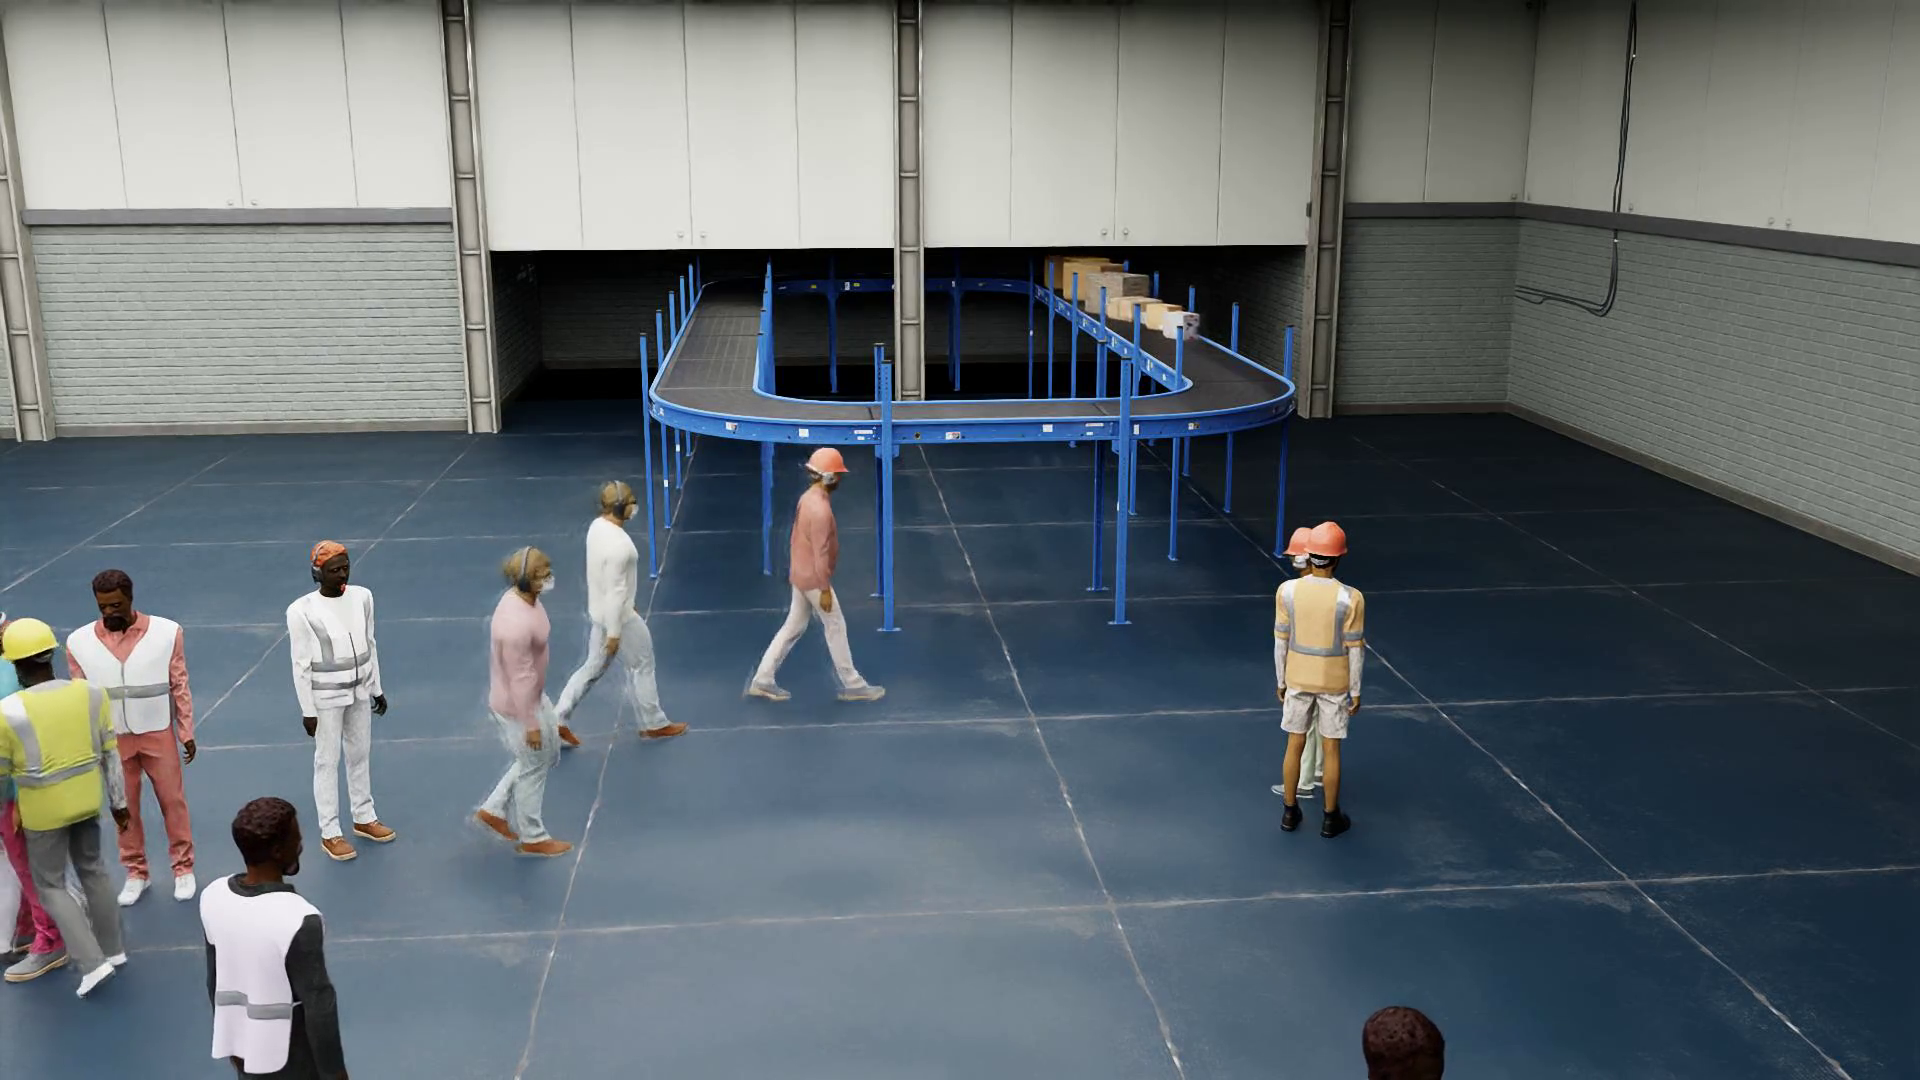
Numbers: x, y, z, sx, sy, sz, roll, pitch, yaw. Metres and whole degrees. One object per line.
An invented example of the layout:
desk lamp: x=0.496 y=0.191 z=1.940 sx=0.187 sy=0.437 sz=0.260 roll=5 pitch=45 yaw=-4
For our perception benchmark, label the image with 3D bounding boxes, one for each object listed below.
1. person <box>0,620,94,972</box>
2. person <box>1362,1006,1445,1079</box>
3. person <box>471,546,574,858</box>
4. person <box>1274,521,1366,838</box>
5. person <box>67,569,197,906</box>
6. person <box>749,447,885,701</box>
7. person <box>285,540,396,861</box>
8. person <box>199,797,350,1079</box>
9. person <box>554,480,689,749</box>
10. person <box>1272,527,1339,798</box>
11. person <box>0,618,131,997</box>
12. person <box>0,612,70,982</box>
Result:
person: x=-4.743 y=1.304 z=8.450 sx=0.779 sy=1.798 sz=0.636 roll=1 pitch=14 yaw=5
person: x=1.141 y=2.176 z=4.725 sx=0.387 sy=1.909 sz=0.588 roll=11 pitch=18 yaw=37
person: x=-2.541 y=0.957 z=9.596 sx=0.484 sy=1.919 sz=0.645 roll=-1 pitch=14 yaw=-5
person: x=2.157 y=0.839 z=10.006 sx=0.545 sy=1.938 sz=0.357 roll=7 pitch=16 yaw=26
person: x=-4.535 y=1.068 z=9.158 sx=0.598 sy=1.909 sz=0.399 roll=-4 pitch=15 yaw=-17
person: x=-1.112 y=0.273 z=12.292 sx=1.006 sy=1.941 sz=0.619 roll=-3 pitch=14 yaw=-14
person: x=-3.630 y=0.926 z=9.773 sx=0.355 sy=1.883 sz=0.575 roll=8 pitch=16 yaw=29
person: x=-2.463 y=1.846 z=6.015 sx=0.589 sy=1.920 sz=0.398 roll=8 pitch=16 yaw=30
person: x=-2.418 y=0.522 z=11.379 sx=0.993 sy=1.902 sz=0.628 roll=-7 pitch=16 yaw=-27
person: x=2.198 y=0.777 z=10.632 sx=0.338 sy=1.748 sz=0.566 roll=10 pitch=17 yaw=34
person: x=-4.388 y=1.330 z=8.176 sx=0.632 sy=1.903 sz=0.602 roll=9 pitch=16 yaw=31
person: x=-4.817 y=1.229 z=8.329 sx=0.622 sy=1.992 sz=0.397 roll=12 pitch=18 yaw=40
